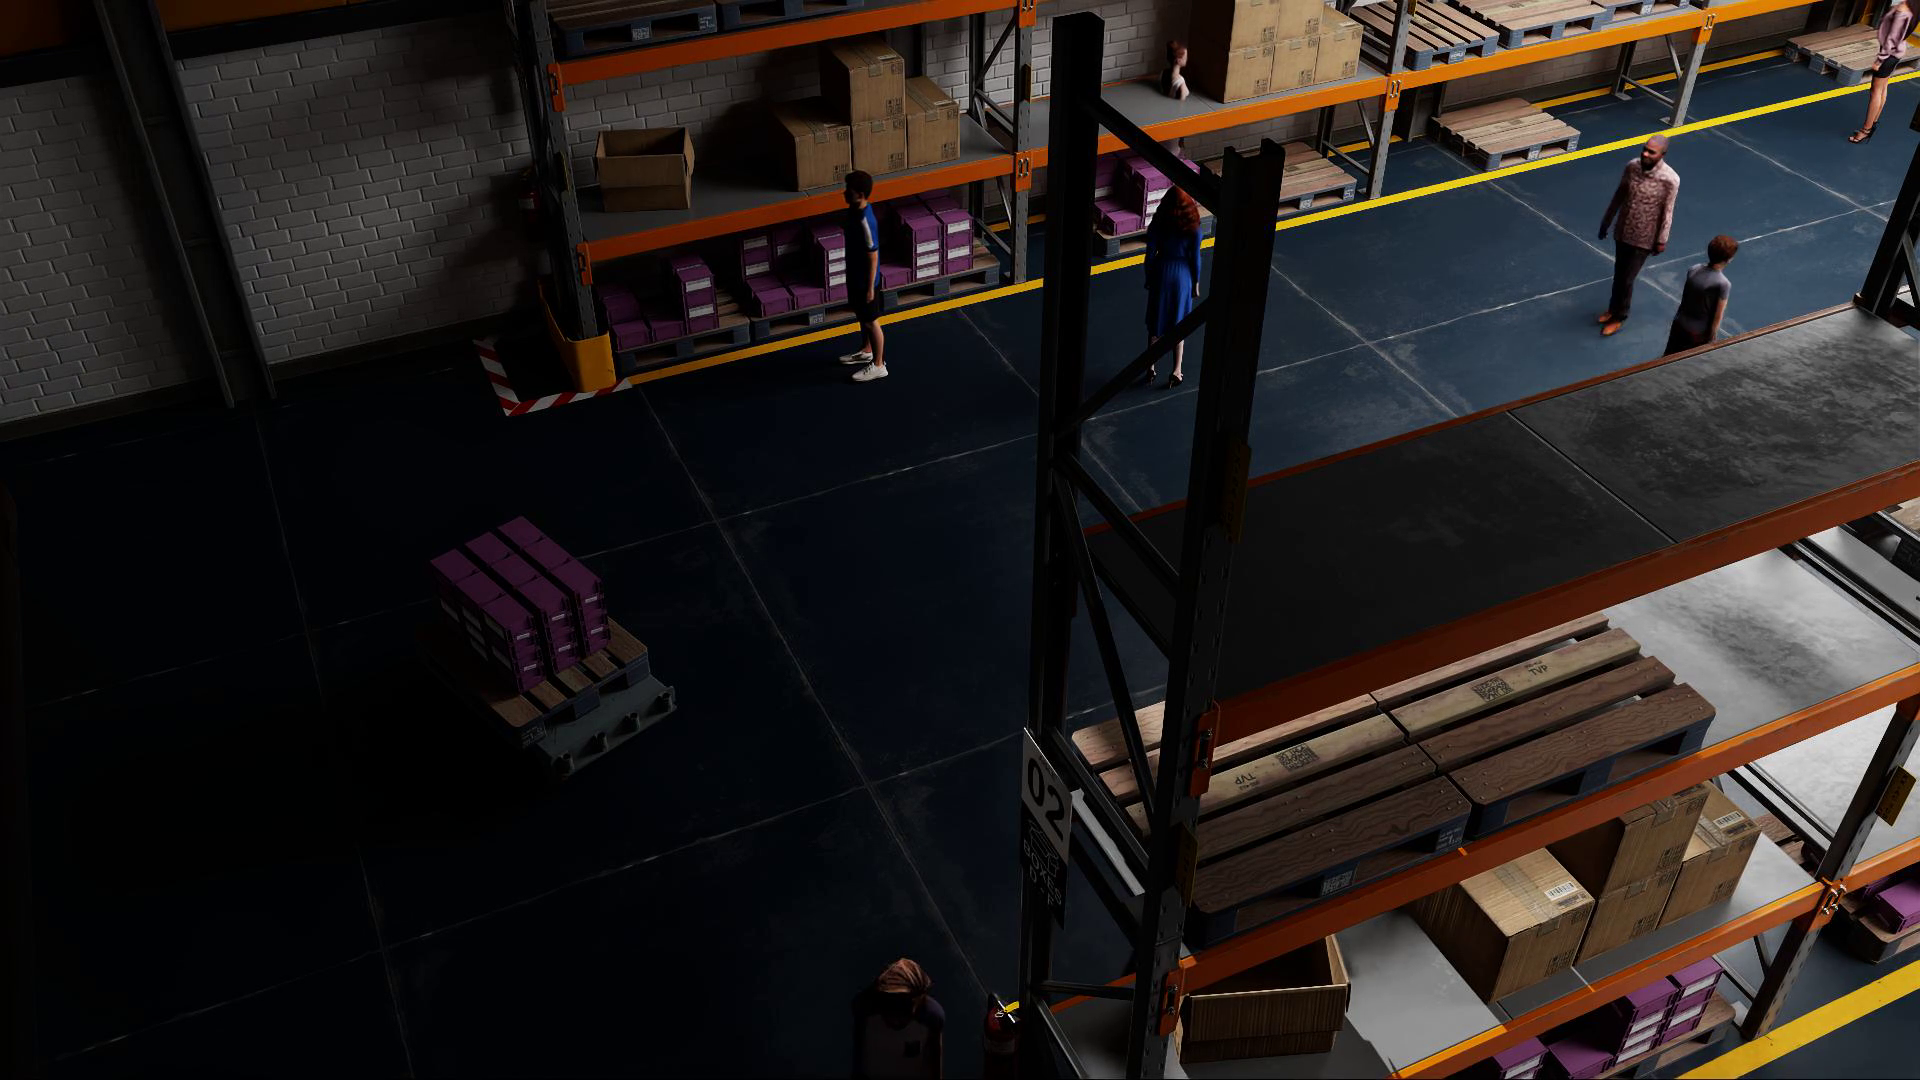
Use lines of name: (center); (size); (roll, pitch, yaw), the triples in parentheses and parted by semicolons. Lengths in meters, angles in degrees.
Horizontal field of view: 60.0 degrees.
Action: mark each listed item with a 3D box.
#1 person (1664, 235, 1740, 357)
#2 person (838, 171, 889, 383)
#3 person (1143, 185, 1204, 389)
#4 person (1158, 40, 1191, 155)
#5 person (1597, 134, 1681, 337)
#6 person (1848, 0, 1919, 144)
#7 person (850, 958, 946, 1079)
person: (5.739, -1.622, 13.170); (0.856, 1.633, 0.651); (-20, 43, -23)
person: (-0.787, -2.184, 13.687); (0.609, 1.866, 0.666); (-12, 40, -15)
person: (1.713, -2.056, 13.557); (0.704, 1.828, 0.772); (11, 40, 13)
person: (1.989, -3.916, 15.914); (0.517, 1.793, 0.564); (-13, 40, -16)
person: (5.897, -2.672, 14.358); (0.717, 1.791, 0.754); (-21, 43, -24)
person: (9.650, -5.003, 17.260); (0.747, 1.812, 0.604); (29, 47, 31)
person: (-0.277, 2.486, 7.977); (0.975, 1.694, 1.011); (11, 40, 13)
